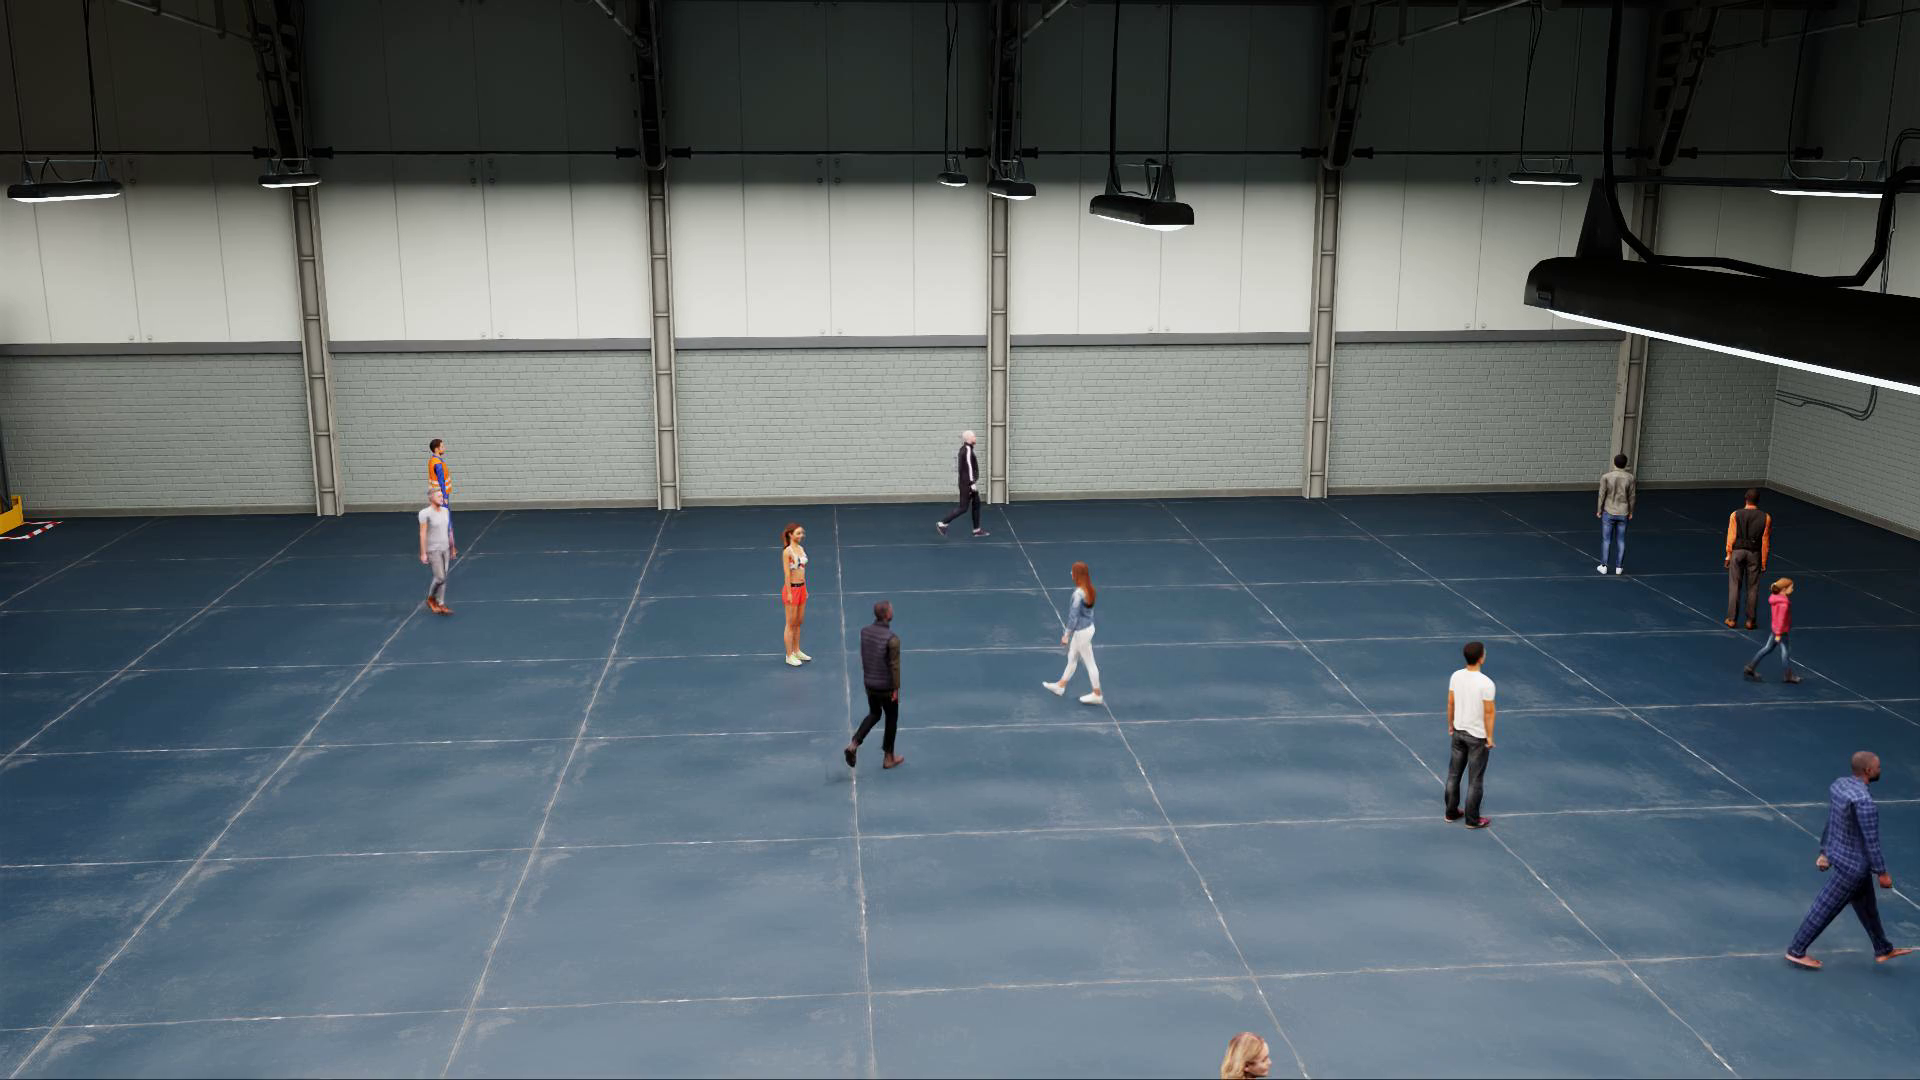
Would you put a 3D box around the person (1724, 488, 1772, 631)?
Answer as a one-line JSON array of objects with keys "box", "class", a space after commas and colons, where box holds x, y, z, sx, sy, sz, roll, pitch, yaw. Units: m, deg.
[{"box": [10.621, 0.245, 22.470, 0.728, 1.906, 0.855, 5, 14, 21], "class": "person"}]

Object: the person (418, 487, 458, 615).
[{"box": [-7.321, 0.149, 23.079, 0.837, 1.819, 0.835, 6, 14, 24], "class": "person"}]

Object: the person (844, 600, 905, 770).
[{"box": [-0.880, 1.522, 17.151, 1.050, 1.818, 1.112, 11, 17, 40], "class": "person"}]

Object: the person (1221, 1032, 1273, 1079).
[{"box": [1.497, 3.450, 8.861, 0.561, 1.802, 0.639, 1, 13, 4], "class": "person"}]

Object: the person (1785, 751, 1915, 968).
[{"box": [6.815, 2.519, 12.927, 1.252, 1.781, 0.908, 3, 13, 12], "class": "person"}]

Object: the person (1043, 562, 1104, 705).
[{"box": [1.514, 1.104, 19.279, 1.083, 1.673, 0.881, 4, 14, 18], "class": "person"}]

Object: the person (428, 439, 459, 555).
[{"box": [-8.338, -0.706, 26.668, 0.763, 1.864, 0.783, -7, 15, -29], "class": "person"}]

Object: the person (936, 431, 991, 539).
[{"box": [0.033, -0.887, 27.586, 1.127, 1.803, 0.660, -1, 13, -5], "class": "person"}]

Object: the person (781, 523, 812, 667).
[{"box": [-2.084, 0.663, 20.919, 0.715, 1.791, 0.675, 7, 15, 26], "class": "person"}]

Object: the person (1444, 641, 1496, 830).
[{"box": [4.842, 1.837, 15.820, 0.727, 1.804, 0.719, -10, 16, -36], "class": "person"}]

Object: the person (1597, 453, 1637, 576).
[{"box": [10.005, -0.405, 25.364, 0.644, 1.867, 0.828, 3, 13, 12], "class": "person"}]

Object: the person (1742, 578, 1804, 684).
[{"box": [9.836, 1.104, 20.128, 0.959, 1.289, 0.702, 3, 13, 13], "class": "person"}]
